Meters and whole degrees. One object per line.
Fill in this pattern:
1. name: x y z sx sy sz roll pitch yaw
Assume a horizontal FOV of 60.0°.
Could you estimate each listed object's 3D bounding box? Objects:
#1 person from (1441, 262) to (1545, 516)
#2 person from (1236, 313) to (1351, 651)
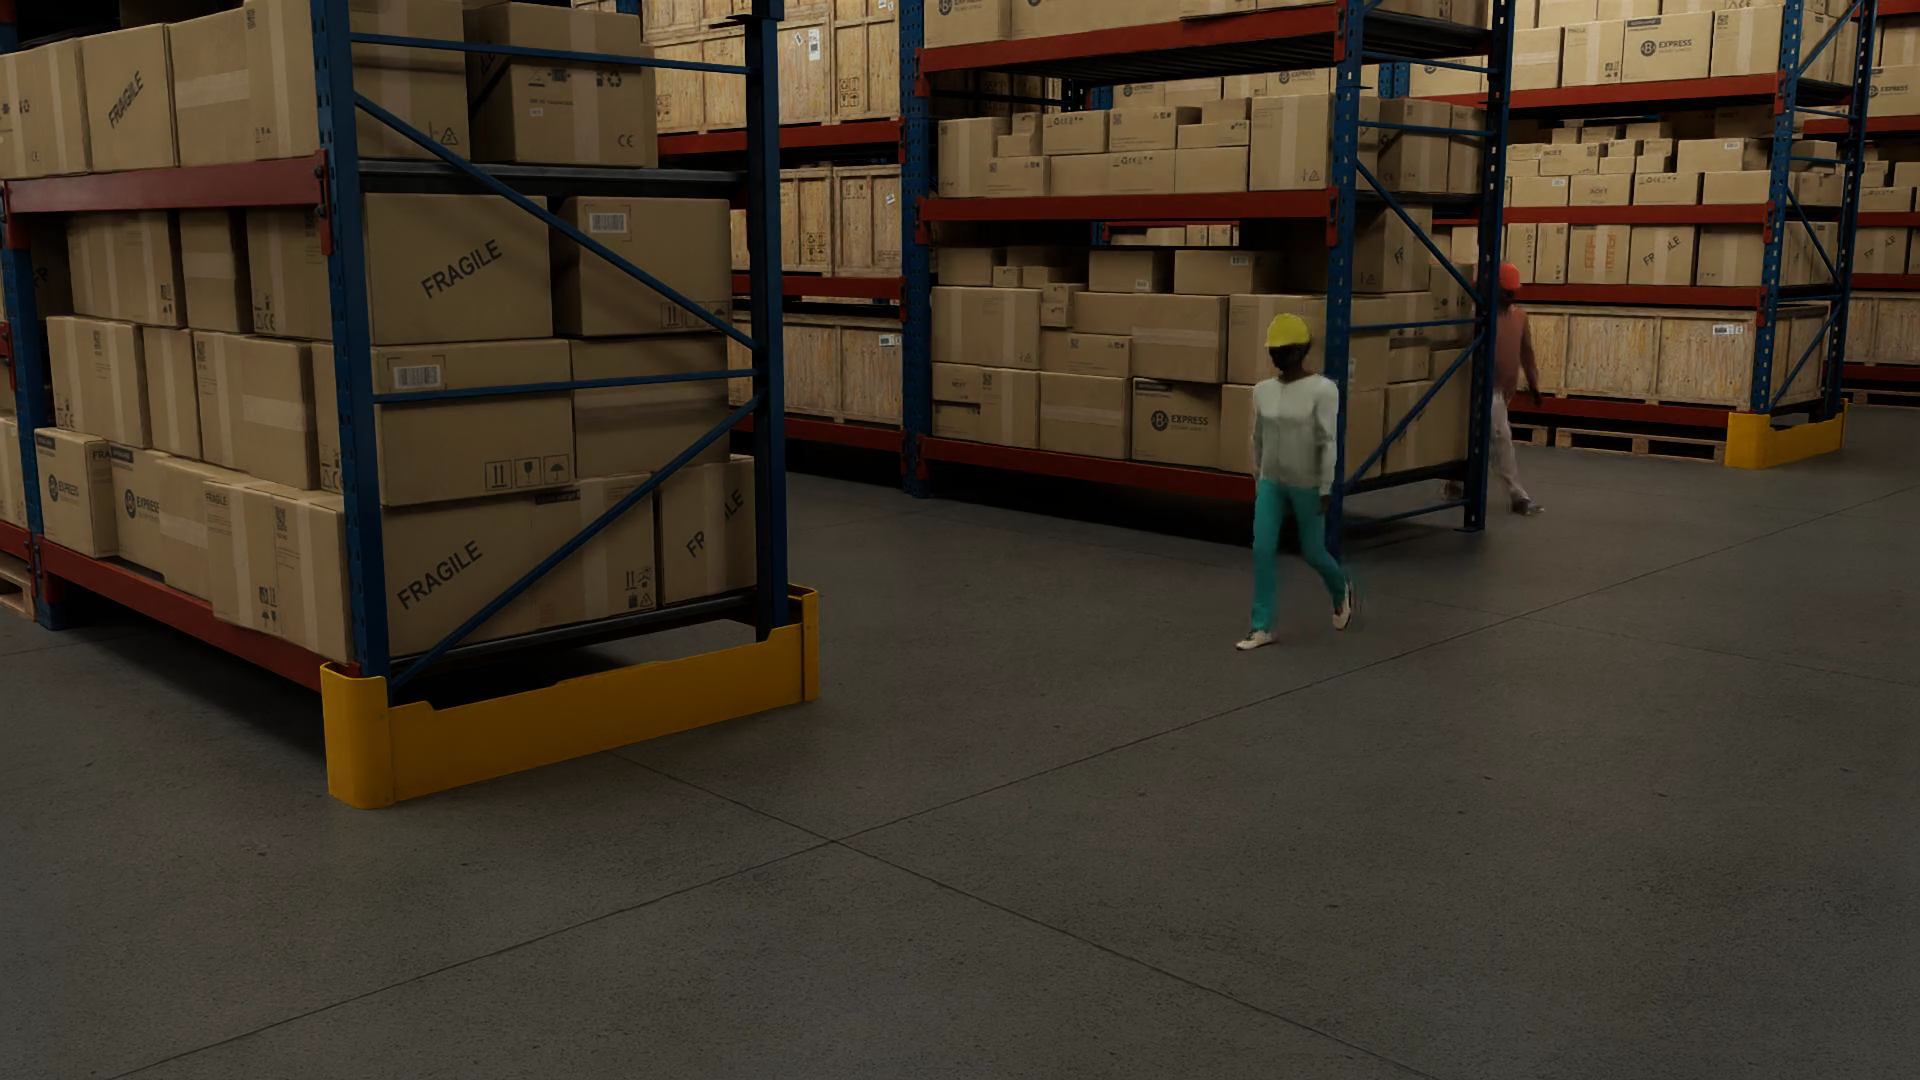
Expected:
1. person: 4.158 -1.187 12.944 0.625 1.932 1.055 -7 13 -34
2. person: 1.769 -0.312 8.663 0.528 1.740 0.736 9 14 40
